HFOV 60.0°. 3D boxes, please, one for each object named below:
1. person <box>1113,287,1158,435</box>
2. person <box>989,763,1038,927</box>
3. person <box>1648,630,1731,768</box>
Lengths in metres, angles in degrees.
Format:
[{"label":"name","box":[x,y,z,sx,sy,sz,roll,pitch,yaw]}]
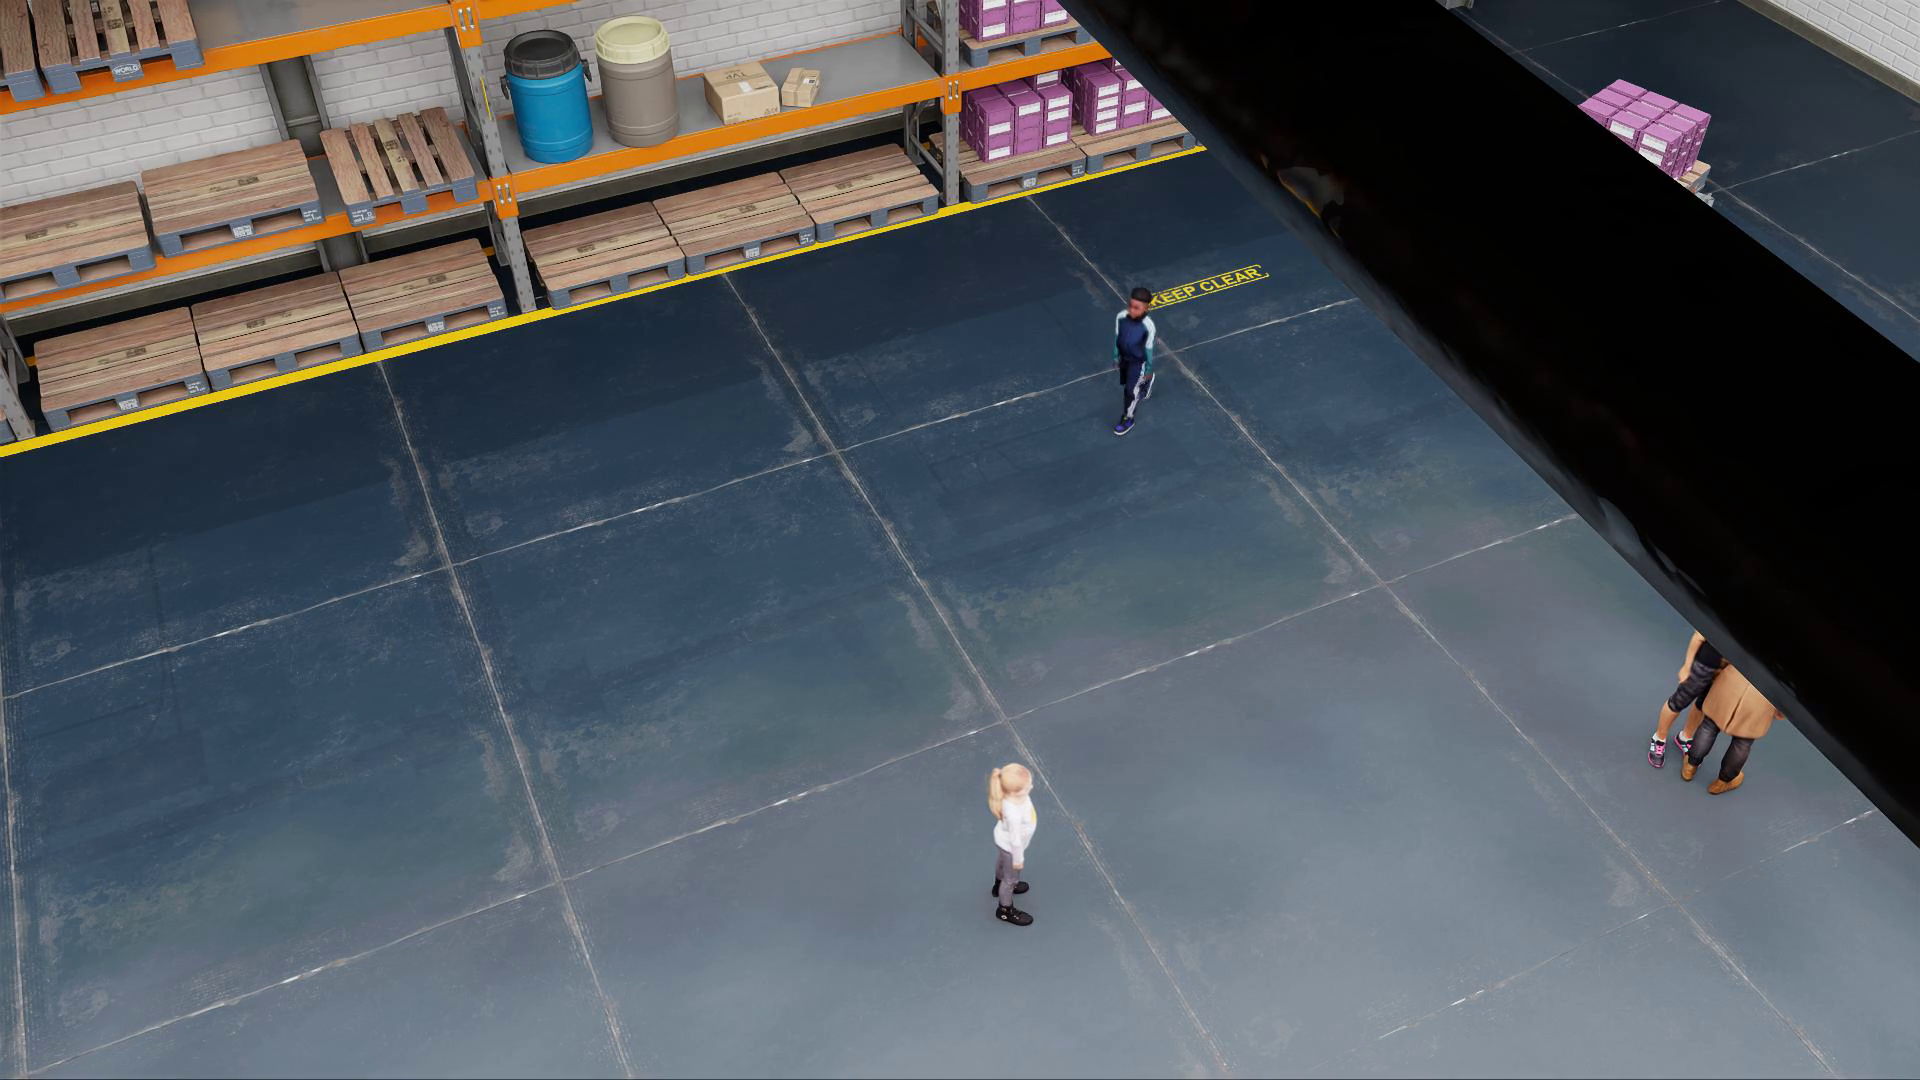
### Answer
[{"label":"person","box":[1.377,-1.436,12.811,0.705,1.242,0.877,30,51,28]},{"label":"person","box":[0.291,1.704,9.489,0.580,1.278,0.560,-2,44,-2]},{"label":"person","box":[4.623,0.738,10.176,0.617,1.730,0.720,2,44,2]}]
